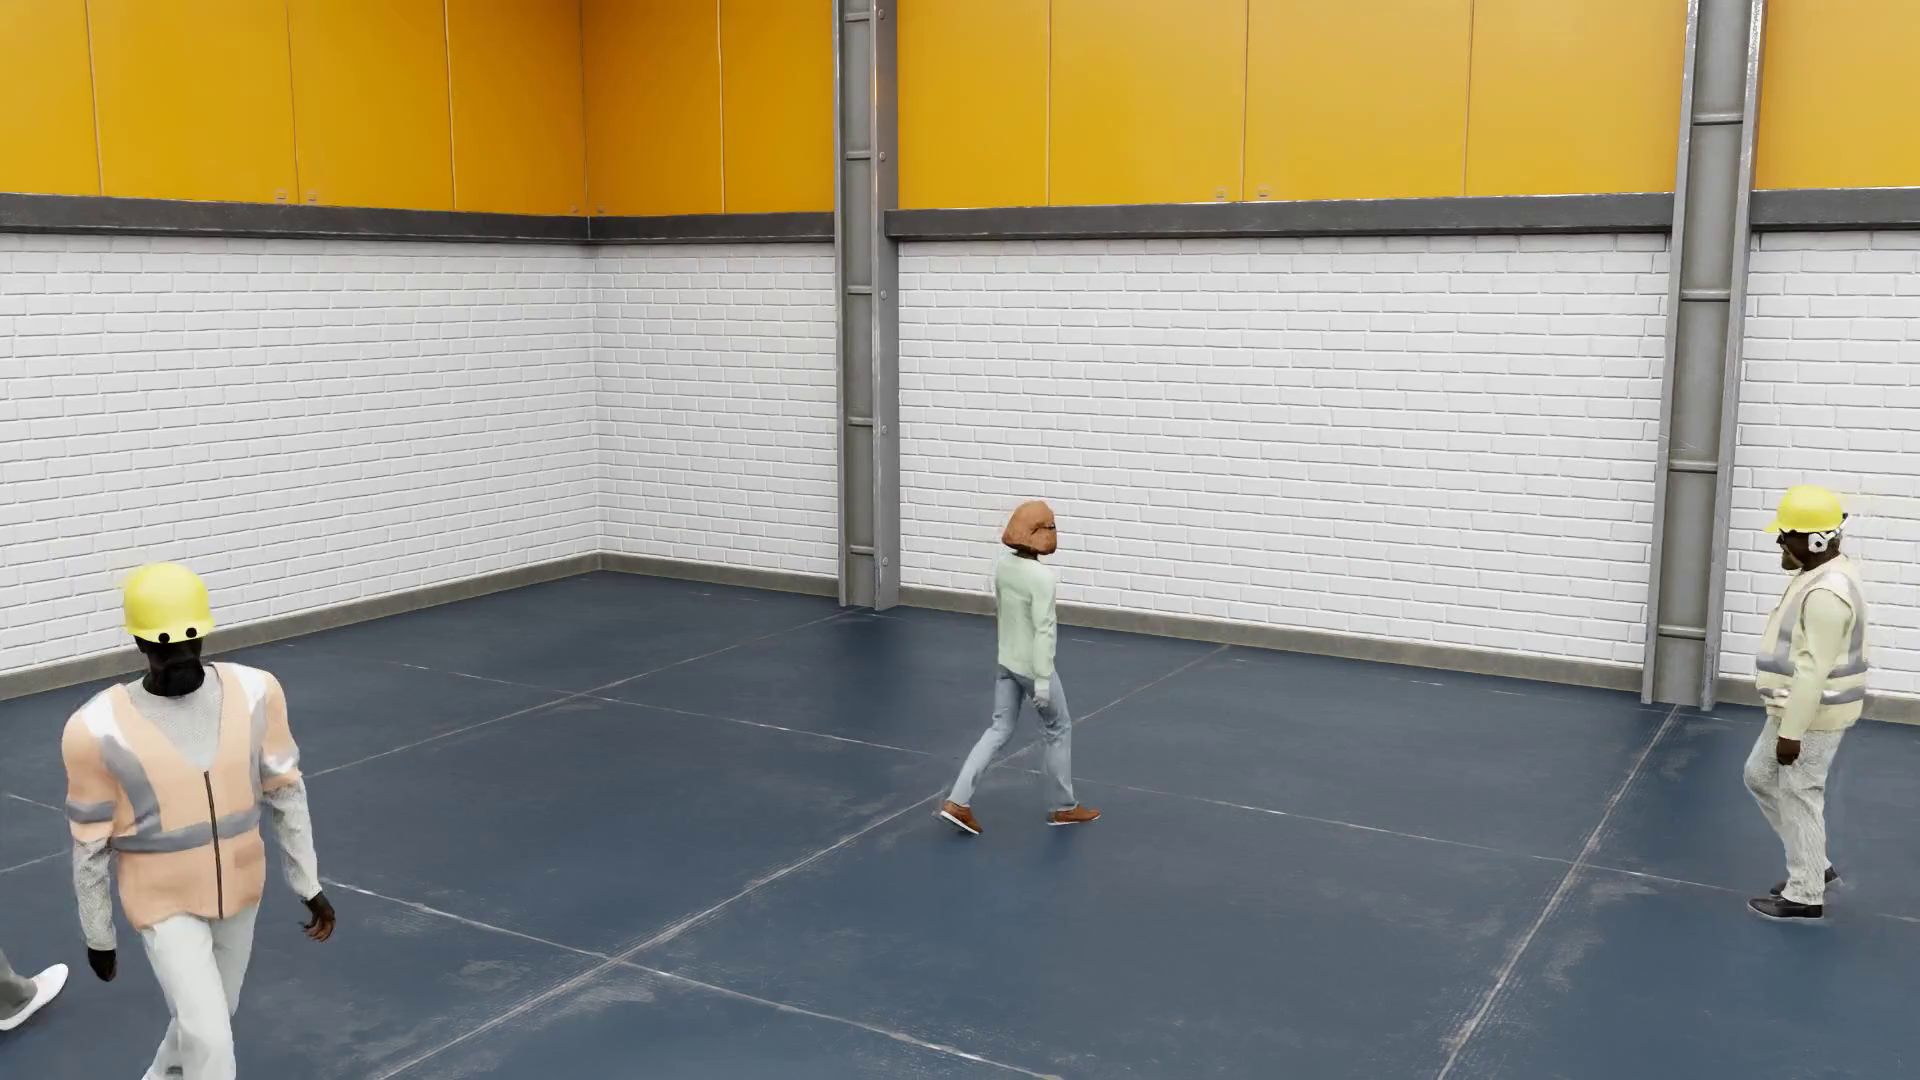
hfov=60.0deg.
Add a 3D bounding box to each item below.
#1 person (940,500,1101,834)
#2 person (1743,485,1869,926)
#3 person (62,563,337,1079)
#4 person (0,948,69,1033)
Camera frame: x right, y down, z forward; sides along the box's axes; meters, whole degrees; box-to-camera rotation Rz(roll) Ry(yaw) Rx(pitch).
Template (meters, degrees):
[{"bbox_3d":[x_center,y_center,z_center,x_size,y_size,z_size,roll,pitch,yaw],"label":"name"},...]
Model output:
[{"bbox_3d":[0.276,0.601,7.842,0.810,1.597,0.508,-5,10,-29],"label":"person"},{"bbox_3d":[3.405,0.675,6.714,0.433,1.808,0.613,4,10,26],"label":"person"},{"bbox_3d":[-2.193,0.966,4.693,0.963,1.887,0.595,7,12,38],"label":"person"},{"bbox_3d":[-3.464,0.857,5.415,0.605,1.864,1.039,2,9,12],"label":"person"}]
